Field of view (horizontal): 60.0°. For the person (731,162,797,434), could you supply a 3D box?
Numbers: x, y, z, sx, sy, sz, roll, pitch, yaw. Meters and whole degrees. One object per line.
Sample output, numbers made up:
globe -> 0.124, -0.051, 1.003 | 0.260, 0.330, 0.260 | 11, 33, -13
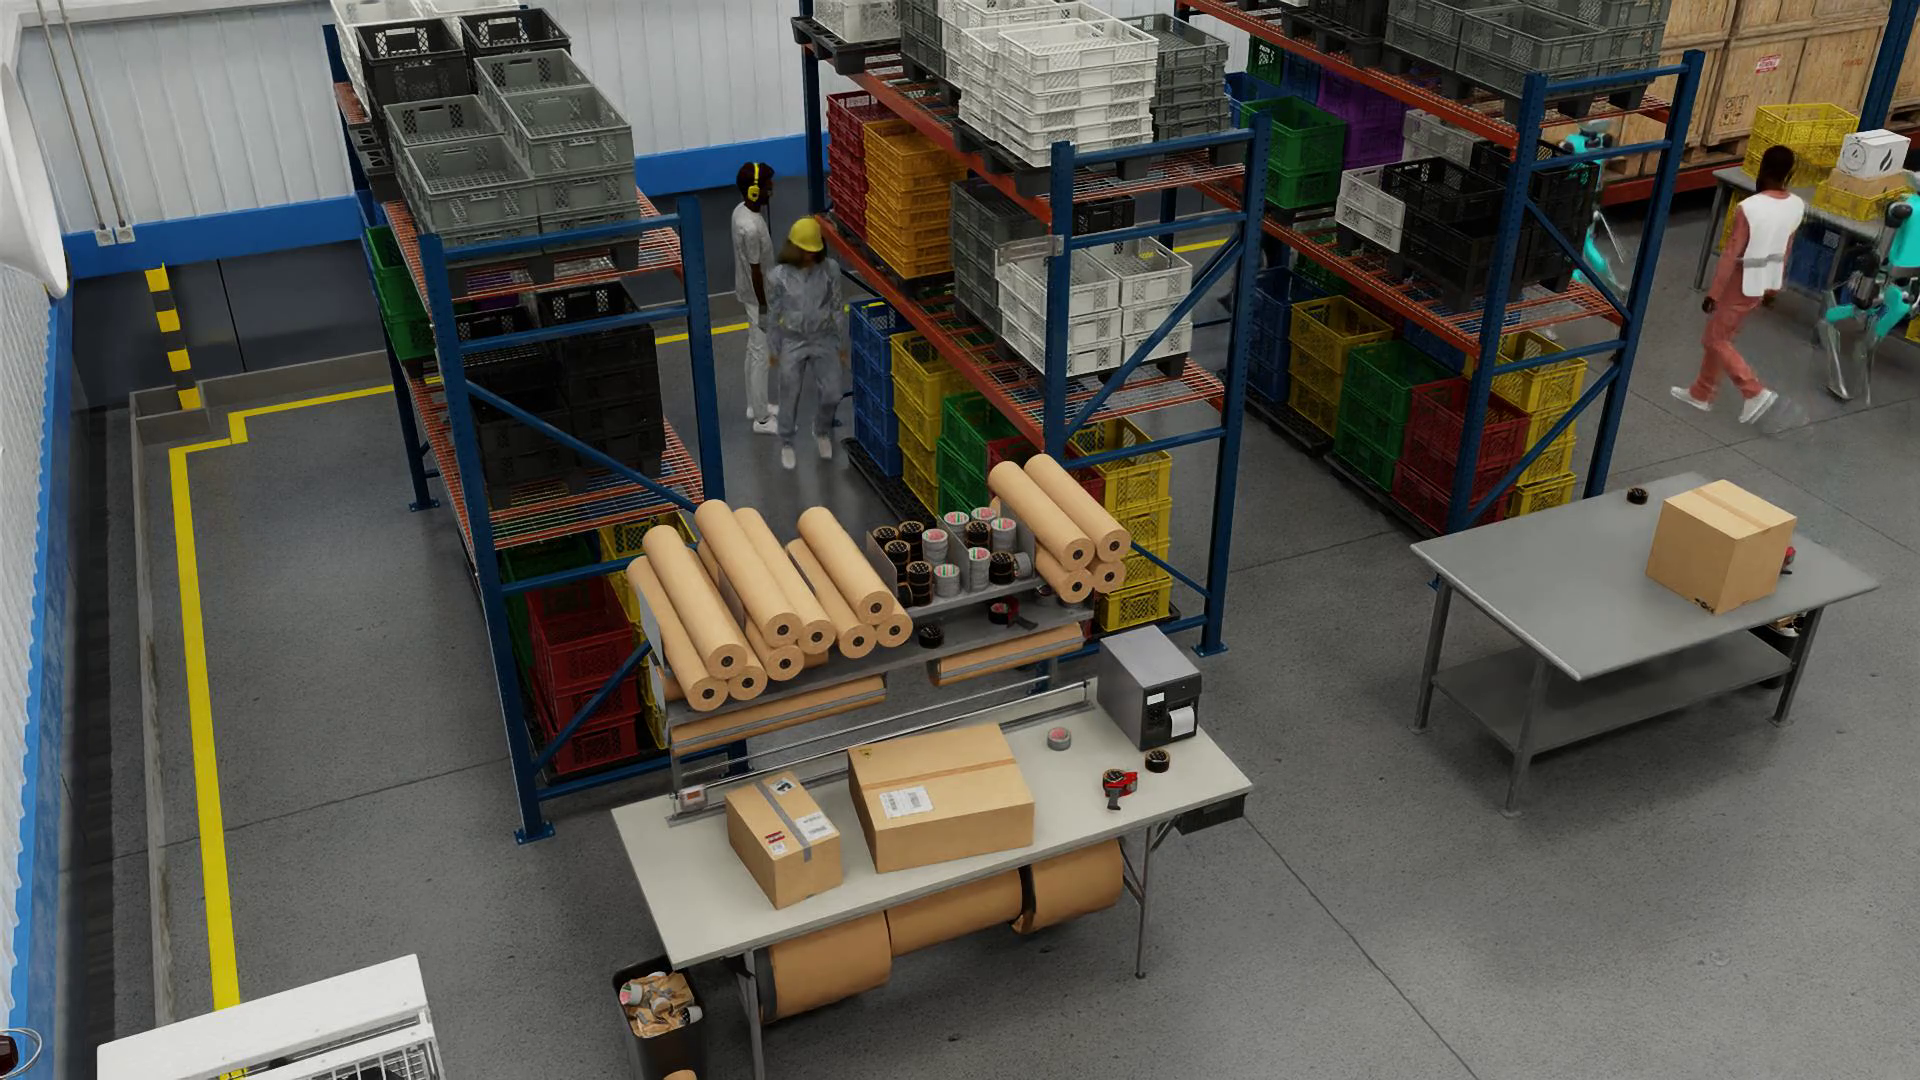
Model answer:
person -> -1.319, -1.598, 11.046 | 0.330, 1.865, 0.505 | -8, 32, -12

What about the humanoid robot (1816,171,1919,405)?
humanoid robot -> 6.246, -1.715, 11.406 | 0.533, 1.827, 0.747 | -6, 32, -10

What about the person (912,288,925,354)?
person -> -0.306, -1.964, 11.648 | 0.327, 1.861, 0.503 | 5, 32, 9

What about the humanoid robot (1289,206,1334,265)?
humanoid robot -> 2.834, -2.993, 13.427 | 0.838, 1.755, 0.555 | -23, 38, -32

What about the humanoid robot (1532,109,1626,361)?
humanoid robot -> 4.671, -2.146, 12.076 | 0.547, 1.785, 0.951 | -18, 36, -27

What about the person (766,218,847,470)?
person -> -0.978, -1.240, 10.597 | 0.500, 1.722, 0.457 | -9, 33, -15

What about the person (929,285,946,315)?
person -> -0.027, -2.333, 12.259 | 0.504, 1.842, 0.350 | -5, 32, -8

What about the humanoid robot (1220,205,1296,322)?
humanoid robot -> 2.307, -2.429, 12.574 | 0.456, 1.639, 0.609 | -17, 35, -25

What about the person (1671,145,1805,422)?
person -> 5.311, -1.690, 11.179 | 0.644, 1.873, 0.669 | -18, 36, -26
